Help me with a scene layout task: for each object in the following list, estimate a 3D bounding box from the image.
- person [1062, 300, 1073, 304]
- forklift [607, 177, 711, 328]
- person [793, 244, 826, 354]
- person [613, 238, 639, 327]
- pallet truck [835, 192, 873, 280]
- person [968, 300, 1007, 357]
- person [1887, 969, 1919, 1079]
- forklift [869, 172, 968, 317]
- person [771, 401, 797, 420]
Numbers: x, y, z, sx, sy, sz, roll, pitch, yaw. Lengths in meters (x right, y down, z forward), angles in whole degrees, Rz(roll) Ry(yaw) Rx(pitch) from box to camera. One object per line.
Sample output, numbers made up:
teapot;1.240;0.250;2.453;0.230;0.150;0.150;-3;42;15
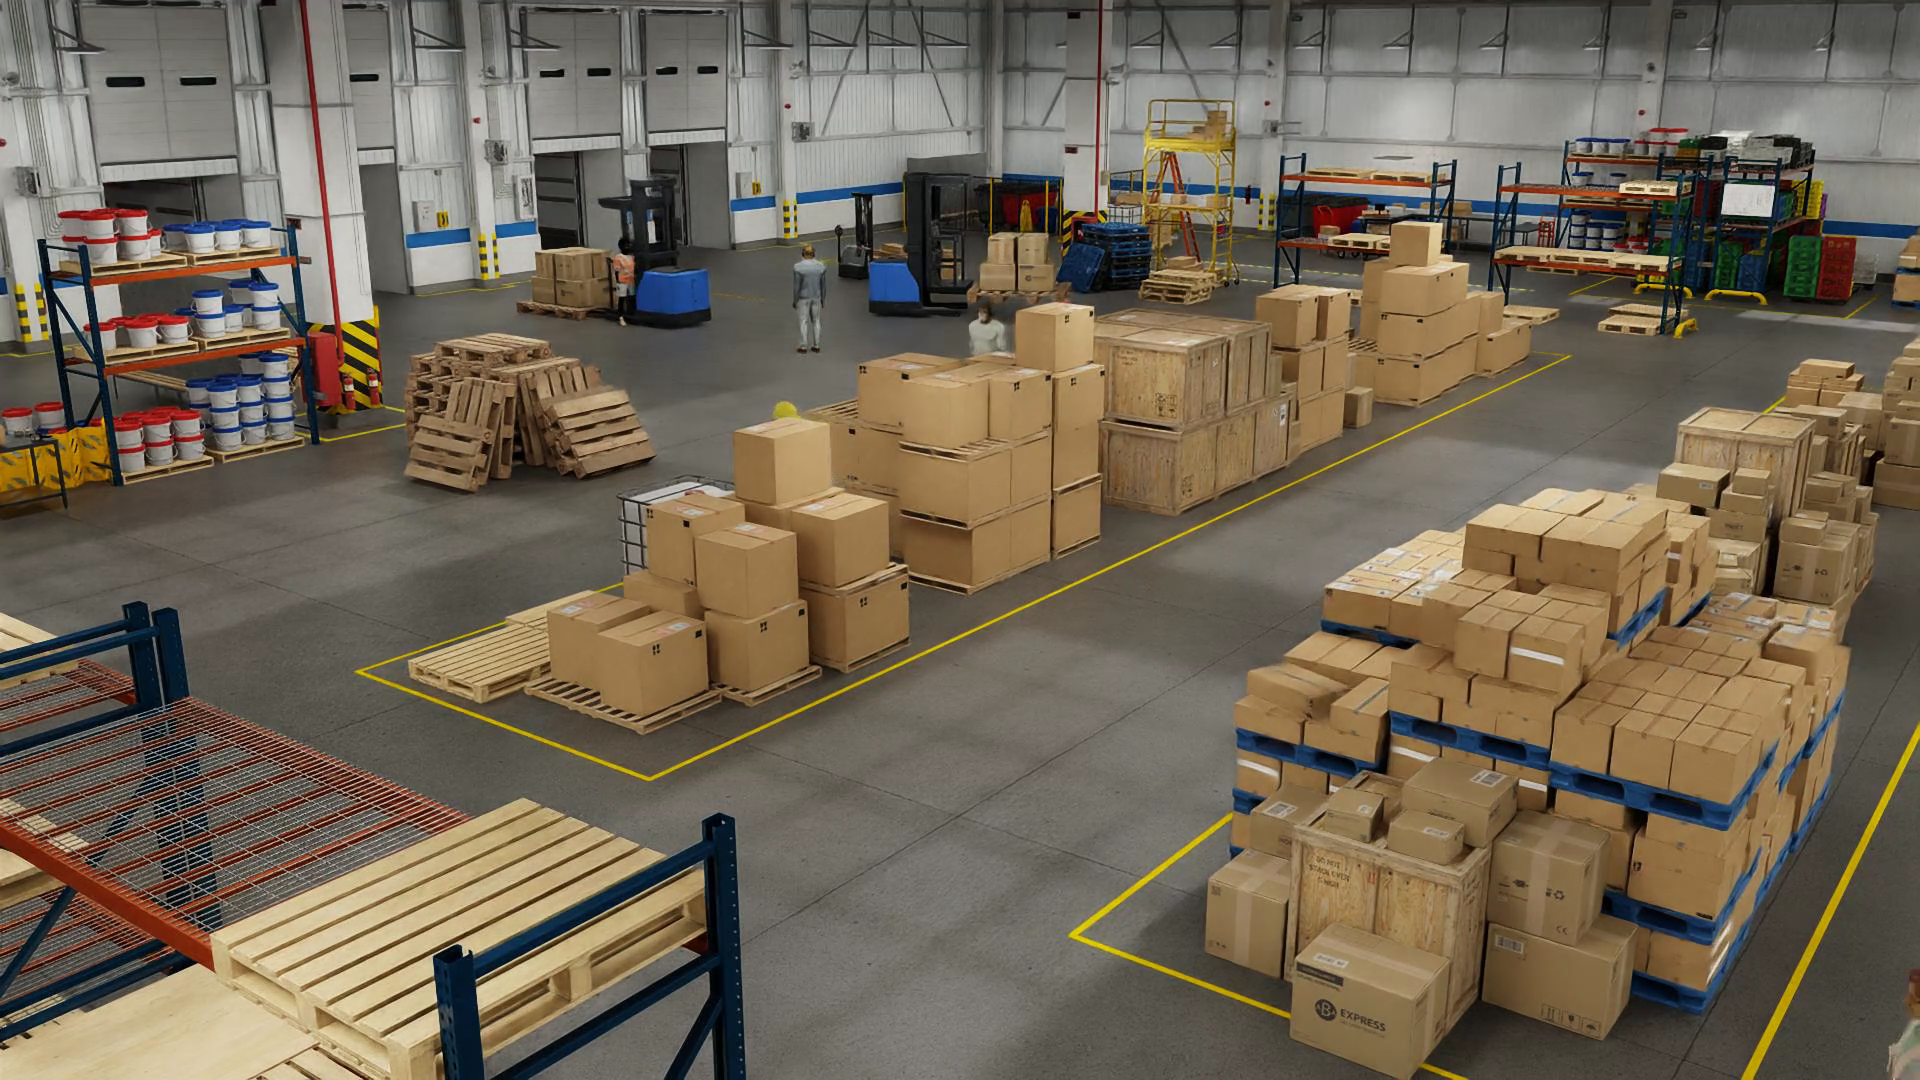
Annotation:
person;1.507;-2.431;23.485;0.575;1.898;0.867;11;20;33
forklift;-5.919;-5.658;32.509;1.873;2.768;1.129;12;21;35
person;-2.675;-4.278;29.574;0.636;1.928;0.391;-10;19;-29
person;-6.512;-5.028;32.435;0.318;1.700;0.535;13;21;37
pallet truck;-1.936;-7.159;38.982;1.885;1.965;0.823;-12;21;-34
person;0.437;-2.509;23.777;0.643;1.899;0.989;9;19;27
person;4.249;2.621;7.239;0.626;1.618;0.523;7;18;22
forklift;-0.852;-5.990;33.610;1.873;2.768;1.129;3;17;9
person;-1.703;-0.473;17.012;0.738;1.898;0.591;10;20;30
